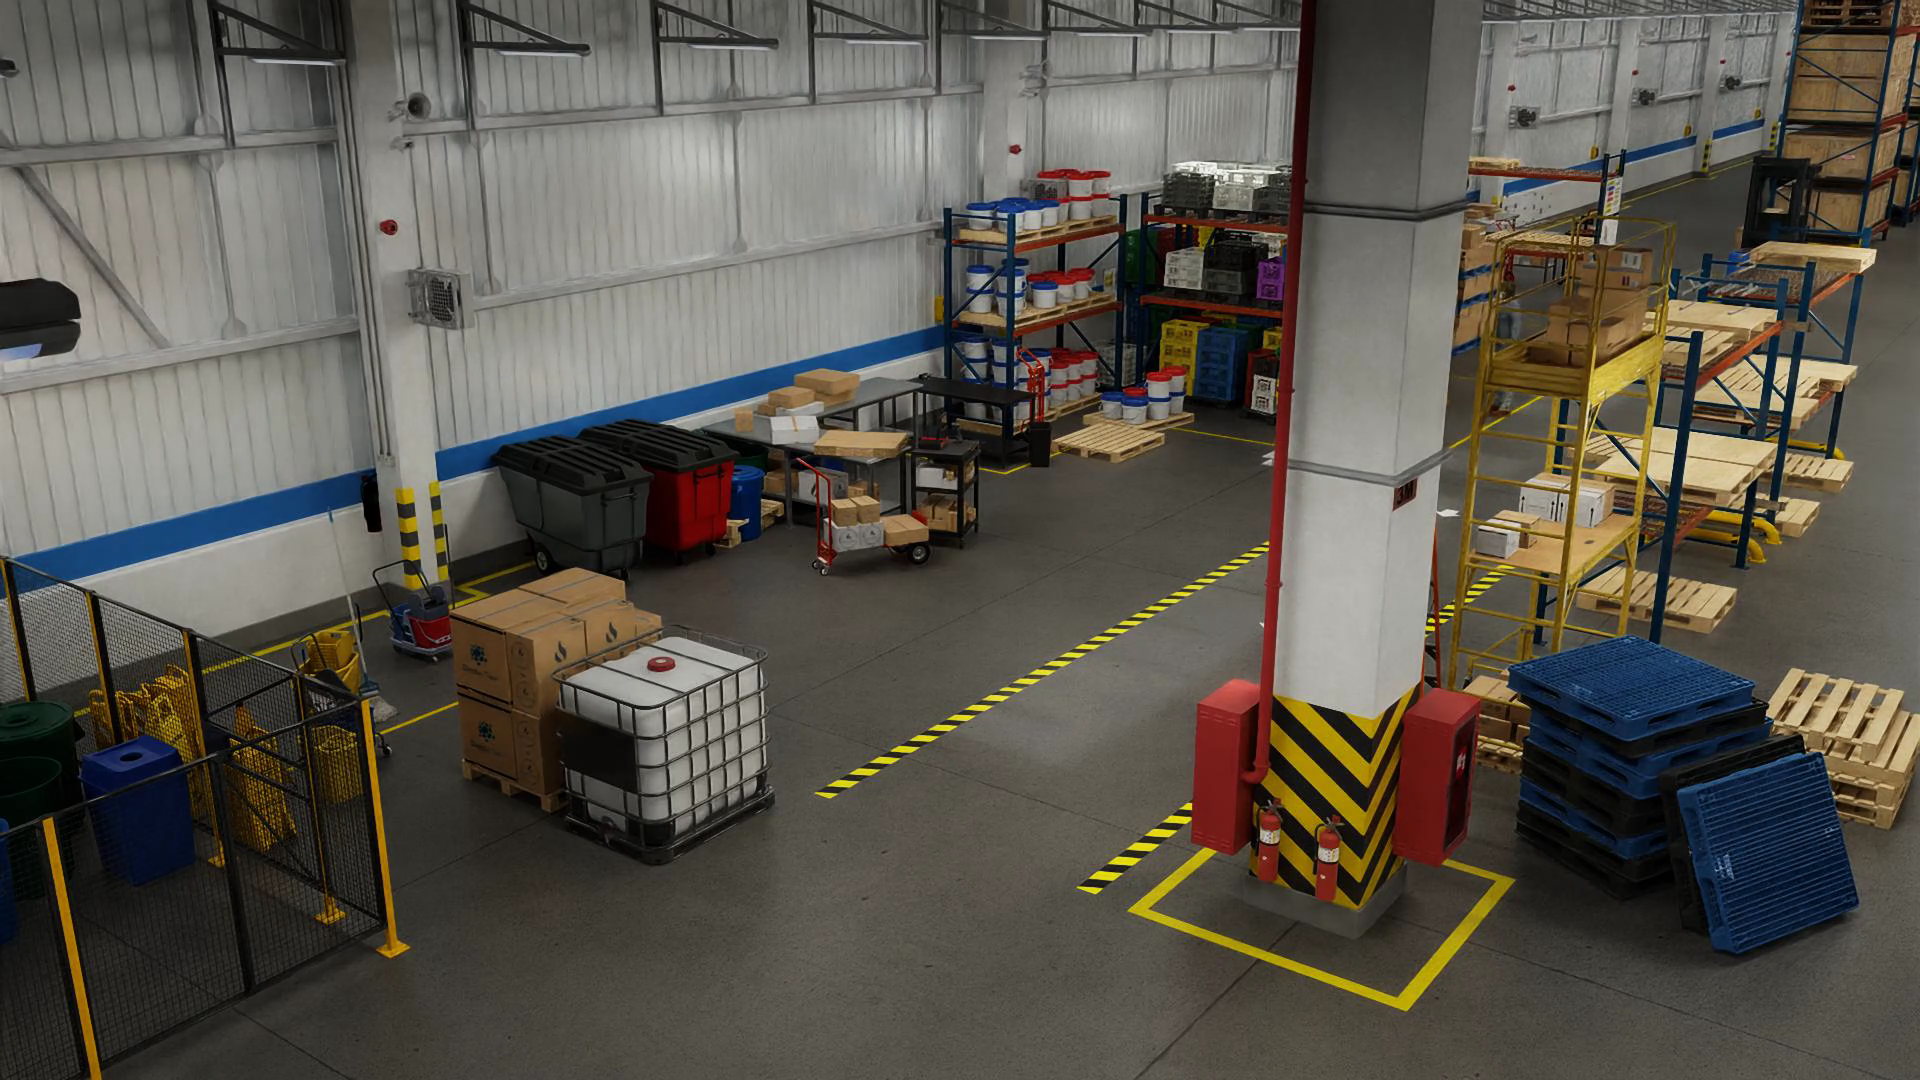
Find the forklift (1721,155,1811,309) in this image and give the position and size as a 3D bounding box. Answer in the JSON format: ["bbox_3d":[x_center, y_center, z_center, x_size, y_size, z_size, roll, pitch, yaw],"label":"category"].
[{"bbox_3d":[15.391,-5.861,31.557,1.129,2.768,1.873,13,22,34],"label":"forklift"}]

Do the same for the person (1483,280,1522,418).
[{"bbox_3d":[7.641,-2.688,23.340,0.351,1.936,0.634,0,18,-1],"label":"person"}]
